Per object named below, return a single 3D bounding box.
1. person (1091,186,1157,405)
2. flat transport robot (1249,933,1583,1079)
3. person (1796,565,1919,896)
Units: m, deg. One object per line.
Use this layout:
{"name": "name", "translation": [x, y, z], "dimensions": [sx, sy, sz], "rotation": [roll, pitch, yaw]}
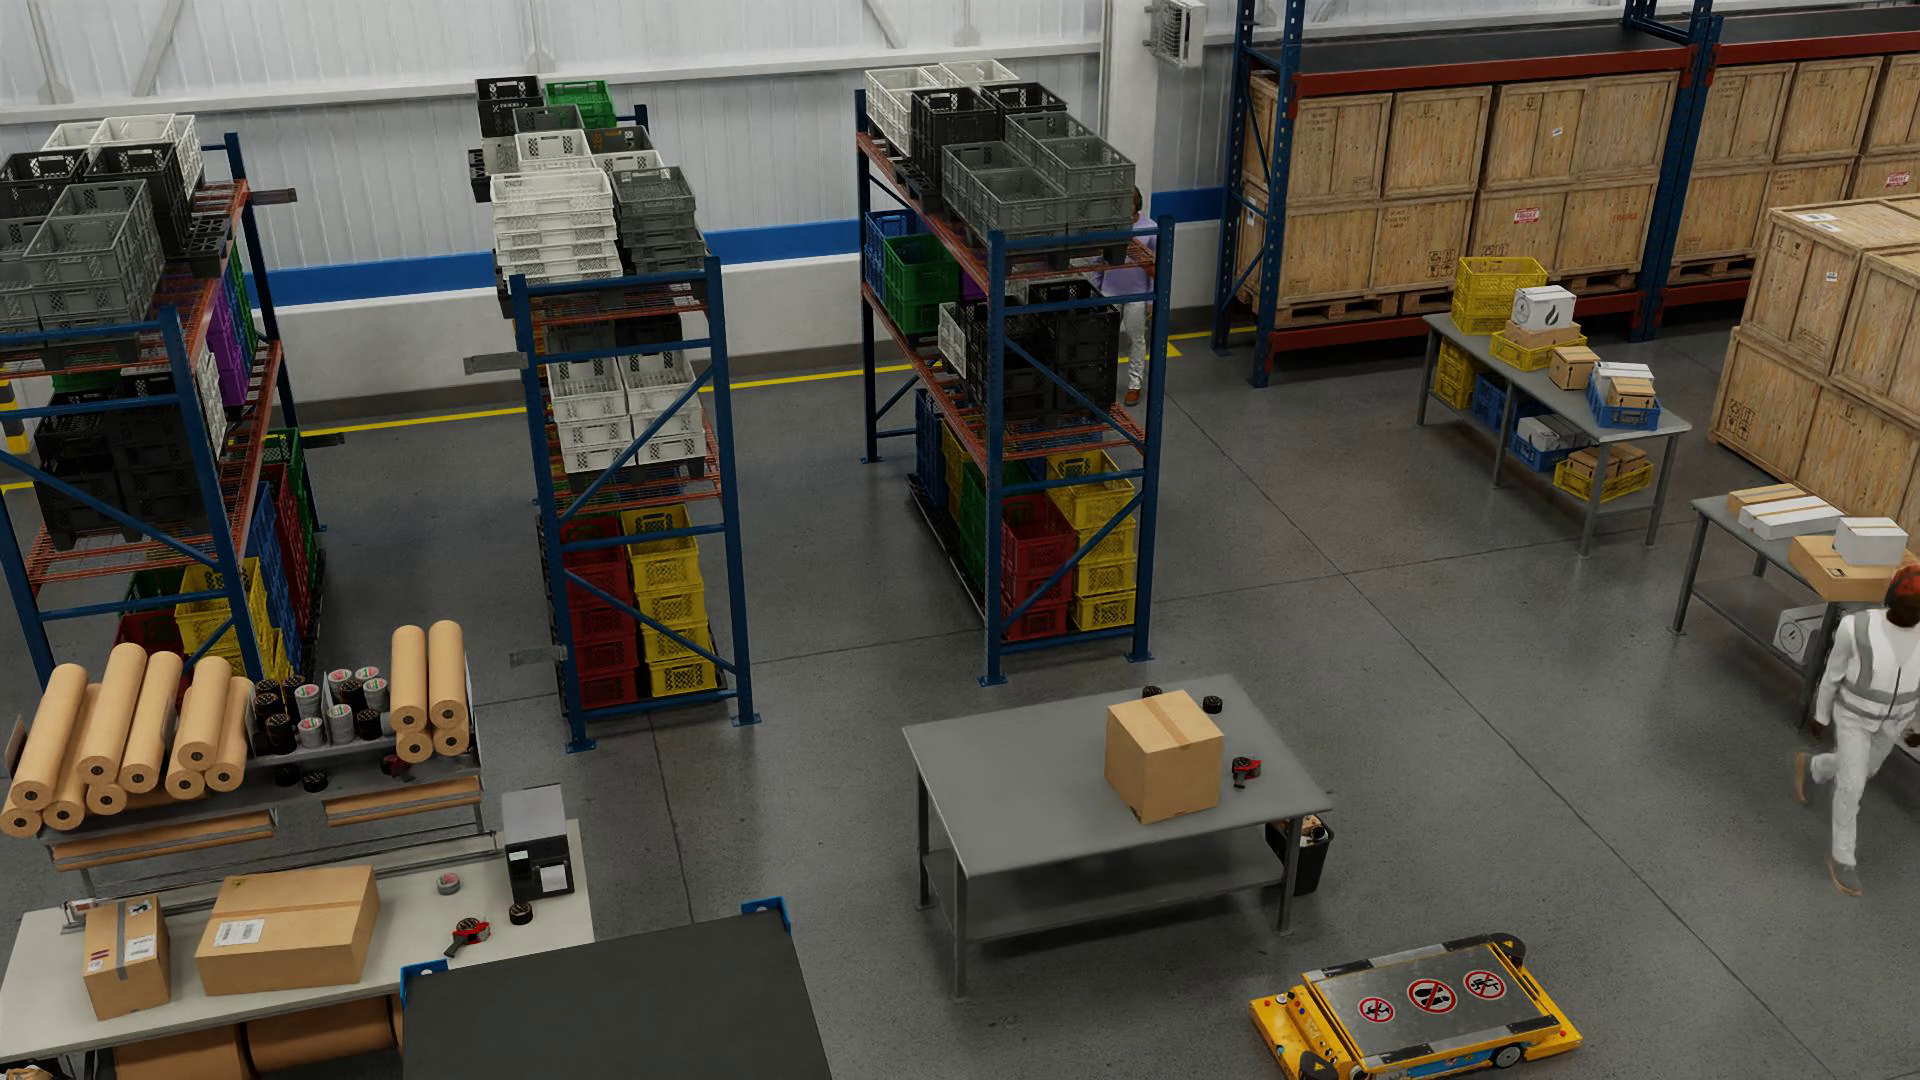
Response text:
{"name": "person", "translation": [1.408, -2.104, 14.244], "dimensions": [0.631, 1.939, 0.369], "rotation": [13, 31, 22]}
{"name": "flat transport robot", "translation": [2.184, 2.282, 7.980], "dimensions": [1.431, 0.197, 0.652], "rotation": [-8, 30, -14]}
{"name": "person", "translation": [4.841, 0.888, 8.892], "dimensions": [0.583, 1.858, 0.888], "rotation": [2, 29, 3]}
